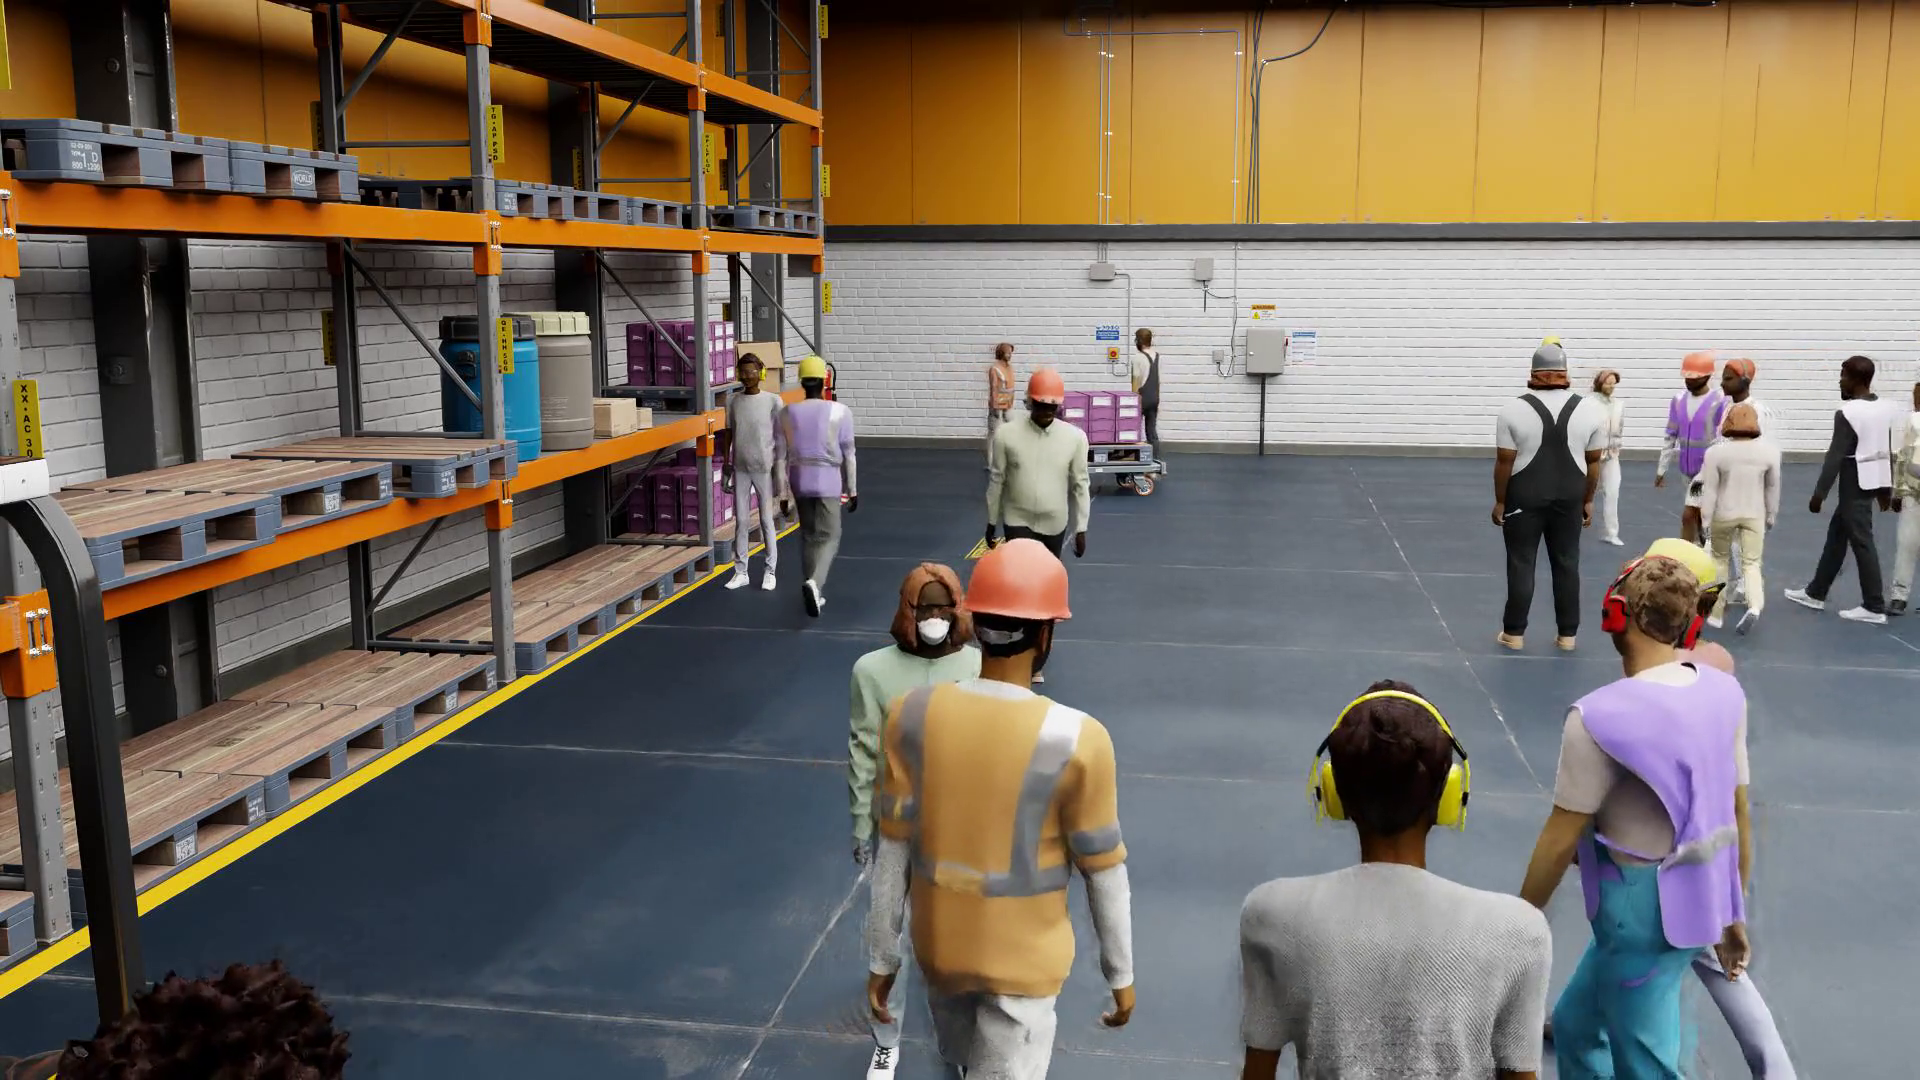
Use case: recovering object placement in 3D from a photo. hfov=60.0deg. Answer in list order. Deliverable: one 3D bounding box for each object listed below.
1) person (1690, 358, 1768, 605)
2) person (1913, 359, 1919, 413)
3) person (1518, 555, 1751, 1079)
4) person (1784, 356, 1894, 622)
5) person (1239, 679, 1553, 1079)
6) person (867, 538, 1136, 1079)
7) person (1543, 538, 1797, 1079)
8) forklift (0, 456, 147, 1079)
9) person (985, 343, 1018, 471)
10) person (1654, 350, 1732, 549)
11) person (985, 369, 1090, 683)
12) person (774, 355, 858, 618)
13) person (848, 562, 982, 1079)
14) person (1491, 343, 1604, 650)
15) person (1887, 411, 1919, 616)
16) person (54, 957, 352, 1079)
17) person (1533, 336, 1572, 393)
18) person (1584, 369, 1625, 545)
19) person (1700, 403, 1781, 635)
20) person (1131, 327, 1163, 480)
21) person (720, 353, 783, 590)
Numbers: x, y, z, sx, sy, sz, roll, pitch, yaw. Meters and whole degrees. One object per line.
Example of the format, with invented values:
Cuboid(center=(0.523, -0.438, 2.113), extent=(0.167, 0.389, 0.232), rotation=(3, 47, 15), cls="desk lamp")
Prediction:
Cuboid(center=(5.646, -0.418, 12.381), extent=(0.763, 1.855, 0.595), rotation=(2, 9, 10), cls="person")
Cuboid(center=(11.047, -1.472, 18.966), extent=(0.547, 1.831, 0.450), rotation=(-3, 10, -16), cls="person")
Cuboid(center=(1.611, 0.941, 4.145), extent=(0.657, 1.812, 0.548), rotation=(8, 12, 40), cls="person")
Cuboid(center=(6.354, -0.380, 12.027), extent=(0.605, 1.887, 0.893), rotation=(-7, 11, -36), cls="person")
Cuboid(center=(0.686, 1.158, 2.703), extent=(0.531, 1.849, 0.665), rotation=(4, 10, 26), cls="person")
Cuboid(center=(0.145, 0.934, 3.920), extent=(0.577, 1.893, 0.914), rotation=(5, 10, 28), cls="person")
Cuboid(center=(2.158, 0.858, 4.948), extent=(0.921, 1.718, 0.526), rotation=(8, 12, 41), cls="person")
Cuboid(center=(-2.328, 0.975, 2.765), extent=(2.313, 2.155, 1.214), rotation=(1, 9, 9), cls="forklift")
Cuboid(center=(0.598, -1.629, 20.593), extent=(0.719, 1.608, 0.551), rotation=(7, 12, 37), cls="person")
Cuboid(center=(5.765, -0.549, 13.087), extent=(0.898, 1.886, 0.616), rotation=(-4, 10, -22), cls="person")
Cuboid(center=(0.488, -0.128, 10.464), extent=(0.639, 1.927, 1.025), rotation=(-1, 9, -4), cls="person")
Cuboid(center=(-1.065, -0.380, 12.036), extent=(0.598, 1.905, 0.767), rotation=(2, 9, 12), cls="person")
Cuboid(center=(-0.094, 0.873, 5.110), extent=(0.497, 1.635, 0.286), rotation=(-1, 9, -6), cls="person")
Cuboid(center=(3.861, -0.291, 11.045), extent=(0.687, 2.000, 0.535), rotation=(1, 9, 4), cls="person")
Cuboid(center=(7.013, -0.313, 11.948), extent=(0.663, 1.790, 0.622), rotation=(-9, 13, -44), cls="person")
Cuboid(center=(-0.676, 1.307, 1.500), extent=(0.644, 1.933, 0.740), rotation=(4, 10, 23), cls="person")
Cuboid(center=(6.834, -1.486, 19.291), extent=(0.526, 1.757, 0.343), rotation=(-3, 10, -20), cls="person")
Cuboid(center=(5.899, -0.789, 15.437), extent=(0.518, 1.616, 0.750), rotation=(-2, 9, -14), cls="person")
Cuboid(center=(5.369, -0.135, 11.425), extent=(0.518, 1.603, 0.715), rotation=(2, 10, 14), cls="person")
Cuboid(center=(2.161, -1.638, 20.011), extent=(0.556, 1.819, 0.693), rotation=(-7, 12, -38), cls="person")
Cuboid(center=(-1.633, -0.534, 13.072), extent=(0.532, 1.869, 0.319), rotation=(2, 9, 11), cls="person")
